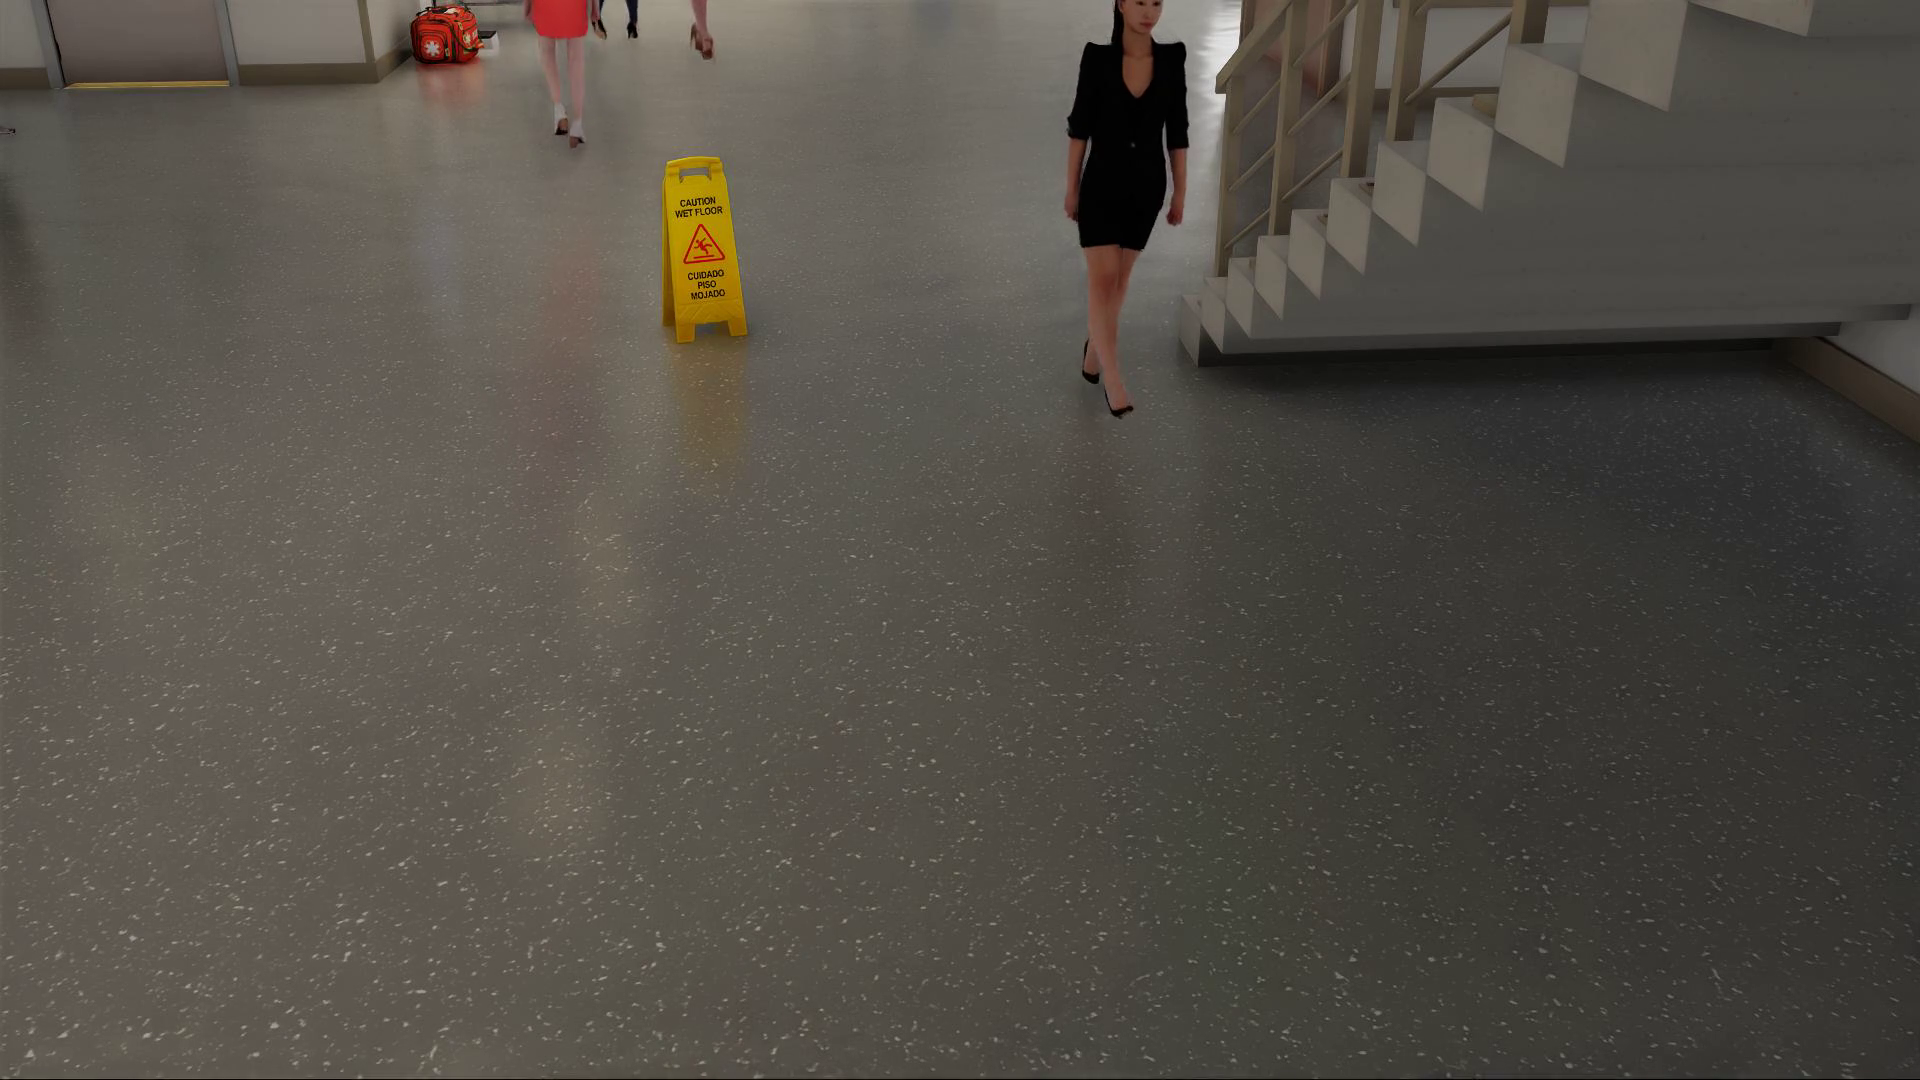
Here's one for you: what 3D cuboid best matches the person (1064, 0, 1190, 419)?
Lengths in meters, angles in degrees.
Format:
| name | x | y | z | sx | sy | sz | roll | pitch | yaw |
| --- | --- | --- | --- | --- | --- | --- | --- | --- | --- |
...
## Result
| name | x | y | z | sx | sy | sz | roll | pitch | yaw |
| --- | --- | --- | --- | --- | --- | --- | --- | --- | --- |
| person | 0.599 | -1.344 | 6.478 | 0.688 | 1.658 | 1.032 | -5 | 26 | -10 |

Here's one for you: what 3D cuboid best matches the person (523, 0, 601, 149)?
| name | x | y | z | sx | sy | sz | roll | pitch | yaw |
| --- | --- | --- | --- | --- | --- | --- | --- | --- | --- |
| person | -2.548 | -3.399 | 10.562 | 0.642 | 1.812 | 0.595 | -4 | 26 | -8 |

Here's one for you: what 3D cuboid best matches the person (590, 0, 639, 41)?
| name | x | y | z | sx | sy | sz | roll | pitch | yaw |
| --- | --- | --- | --- | --- | --- | --- | --- | --- | --- |
| person | -3.025 | -5.082 | 14.120 | 0.618 | 1.754 | 1.057 | 1 | 26 | 2 |
